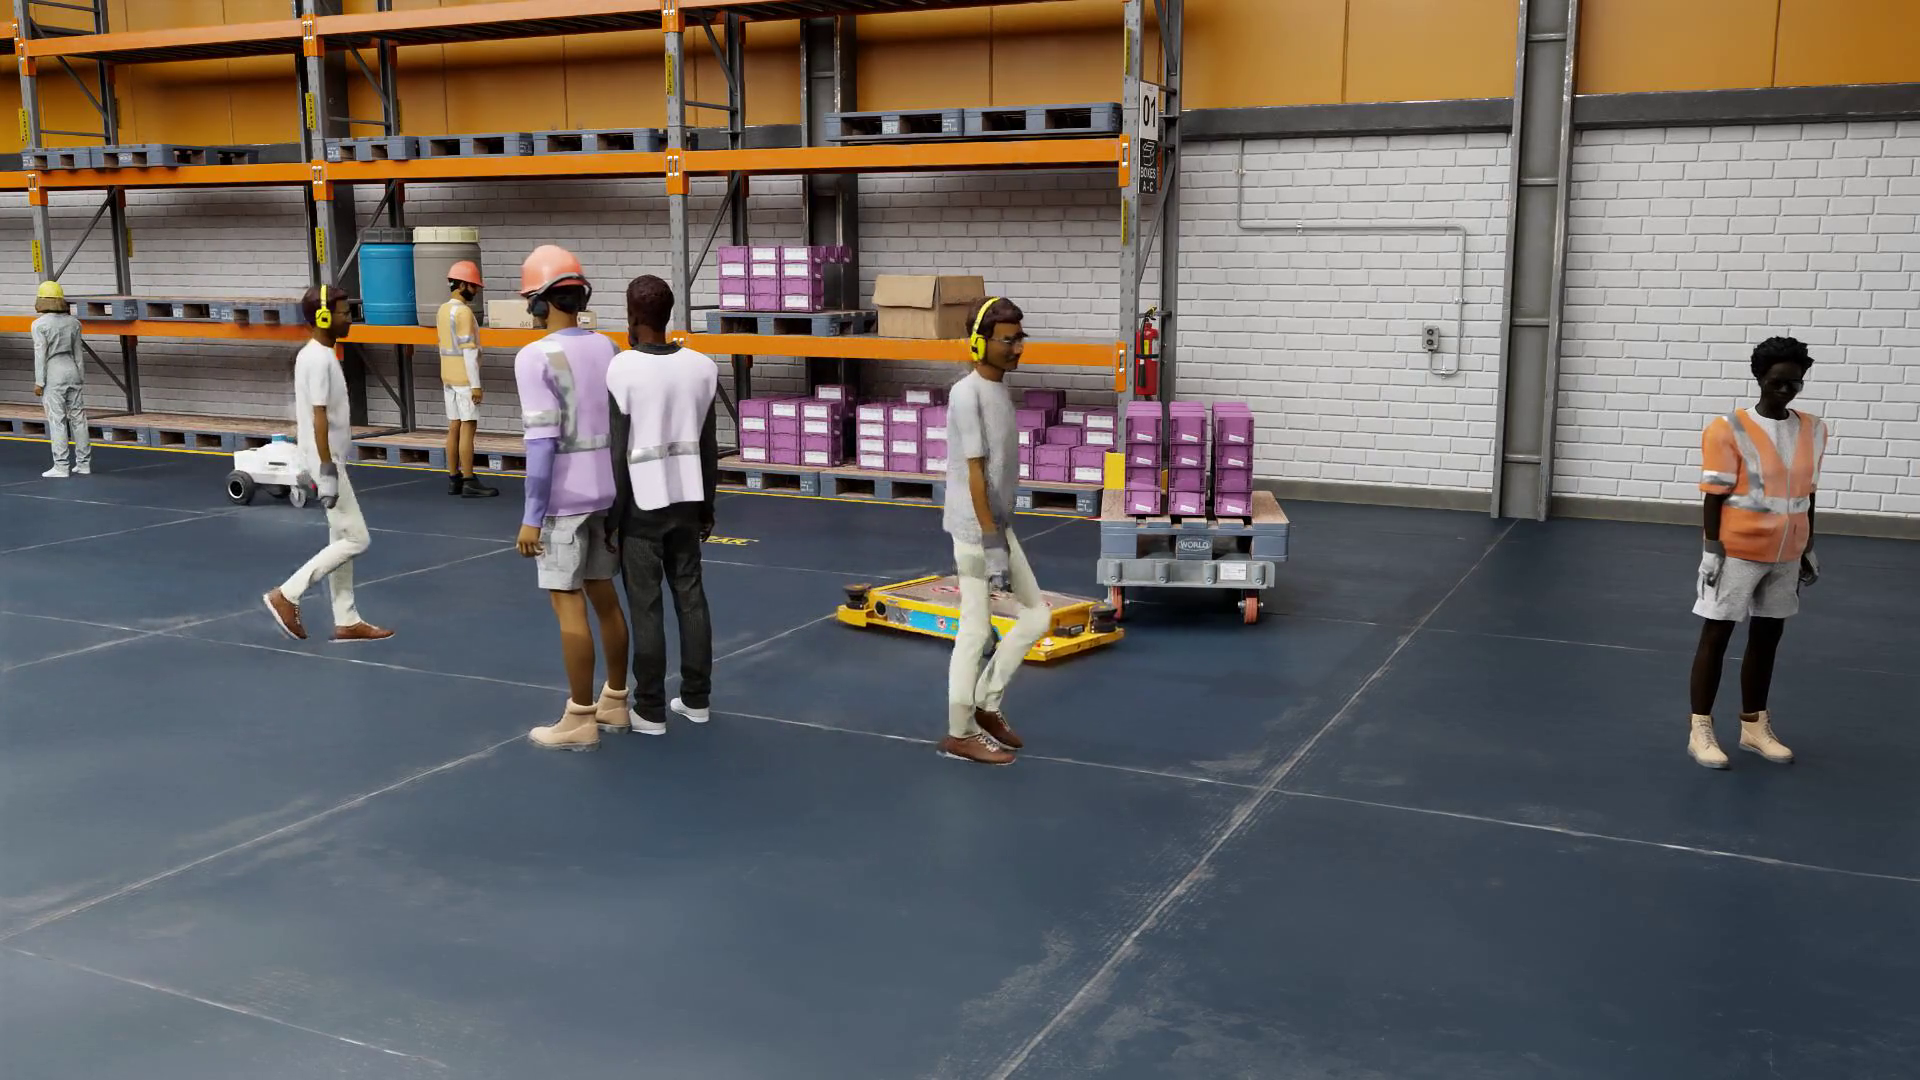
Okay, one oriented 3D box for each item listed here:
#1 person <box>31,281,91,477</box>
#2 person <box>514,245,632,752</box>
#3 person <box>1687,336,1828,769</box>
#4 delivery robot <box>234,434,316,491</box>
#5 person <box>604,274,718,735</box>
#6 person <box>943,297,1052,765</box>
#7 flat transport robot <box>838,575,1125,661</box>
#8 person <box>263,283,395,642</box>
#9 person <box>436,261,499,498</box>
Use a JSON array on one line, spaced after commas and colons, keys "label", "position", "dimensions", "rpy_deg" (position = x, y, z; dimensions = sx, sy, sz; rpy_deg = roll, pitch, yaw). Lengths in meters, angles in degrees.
[{"label": "person", "position": [-8.068, -1.436, 14.882], "dimensions": [0.295, 1.743, 0.493], "rpy_deg": [4, 11, 21]}, {"label": "person", "position": [-1.595, -0.162, 6.746], "dimensions": [0.398, 2.037, 0.610], "rpy_deg": [4, 11, 24]}, {"label": "person", "position": [3.127, 0.049, 6.520], "dimensions": [0.536, 1.694, 0.322], "rpy_deg": [-2, 10, -12]}, {"label": "delivery robot", "position": [-5.411, -0.603, 13.248], "dimensions": [0.707, 0.478, 0.477], "rpy_deg": [4, 11, 20]}, {"label": "person", "position": [-1.259, -0.143, 6.977], "dimensions": [0.379, 1.918, 0.596], "rpy_deg": [9, 13, 42]}, {"label": "person", "position": [0.118, -0.013, 6.464], "dimensions": [0.459, 1.842, 0.515], "rpy_deg": [5, 11, 25]}, {"label": "flat transport robot", "position": [0.092, 0.380, 8.698], "dimensions": [1.431, 0.197, 0.652], "rpy_deg": [9, 13, 41]}, {"label": "person", "position": [-3.232, -0.369, 8.449], "dimensions": [0.529, 1.856, 0.542], "rpy_deg": [-4, 11, -22]}, {"label": "person", "position": [-4.047, -1.307, 13.621], "dimensions": [0.374, 1.928, 0.543], "rpy_deg": [-8, 13, -38]}]
